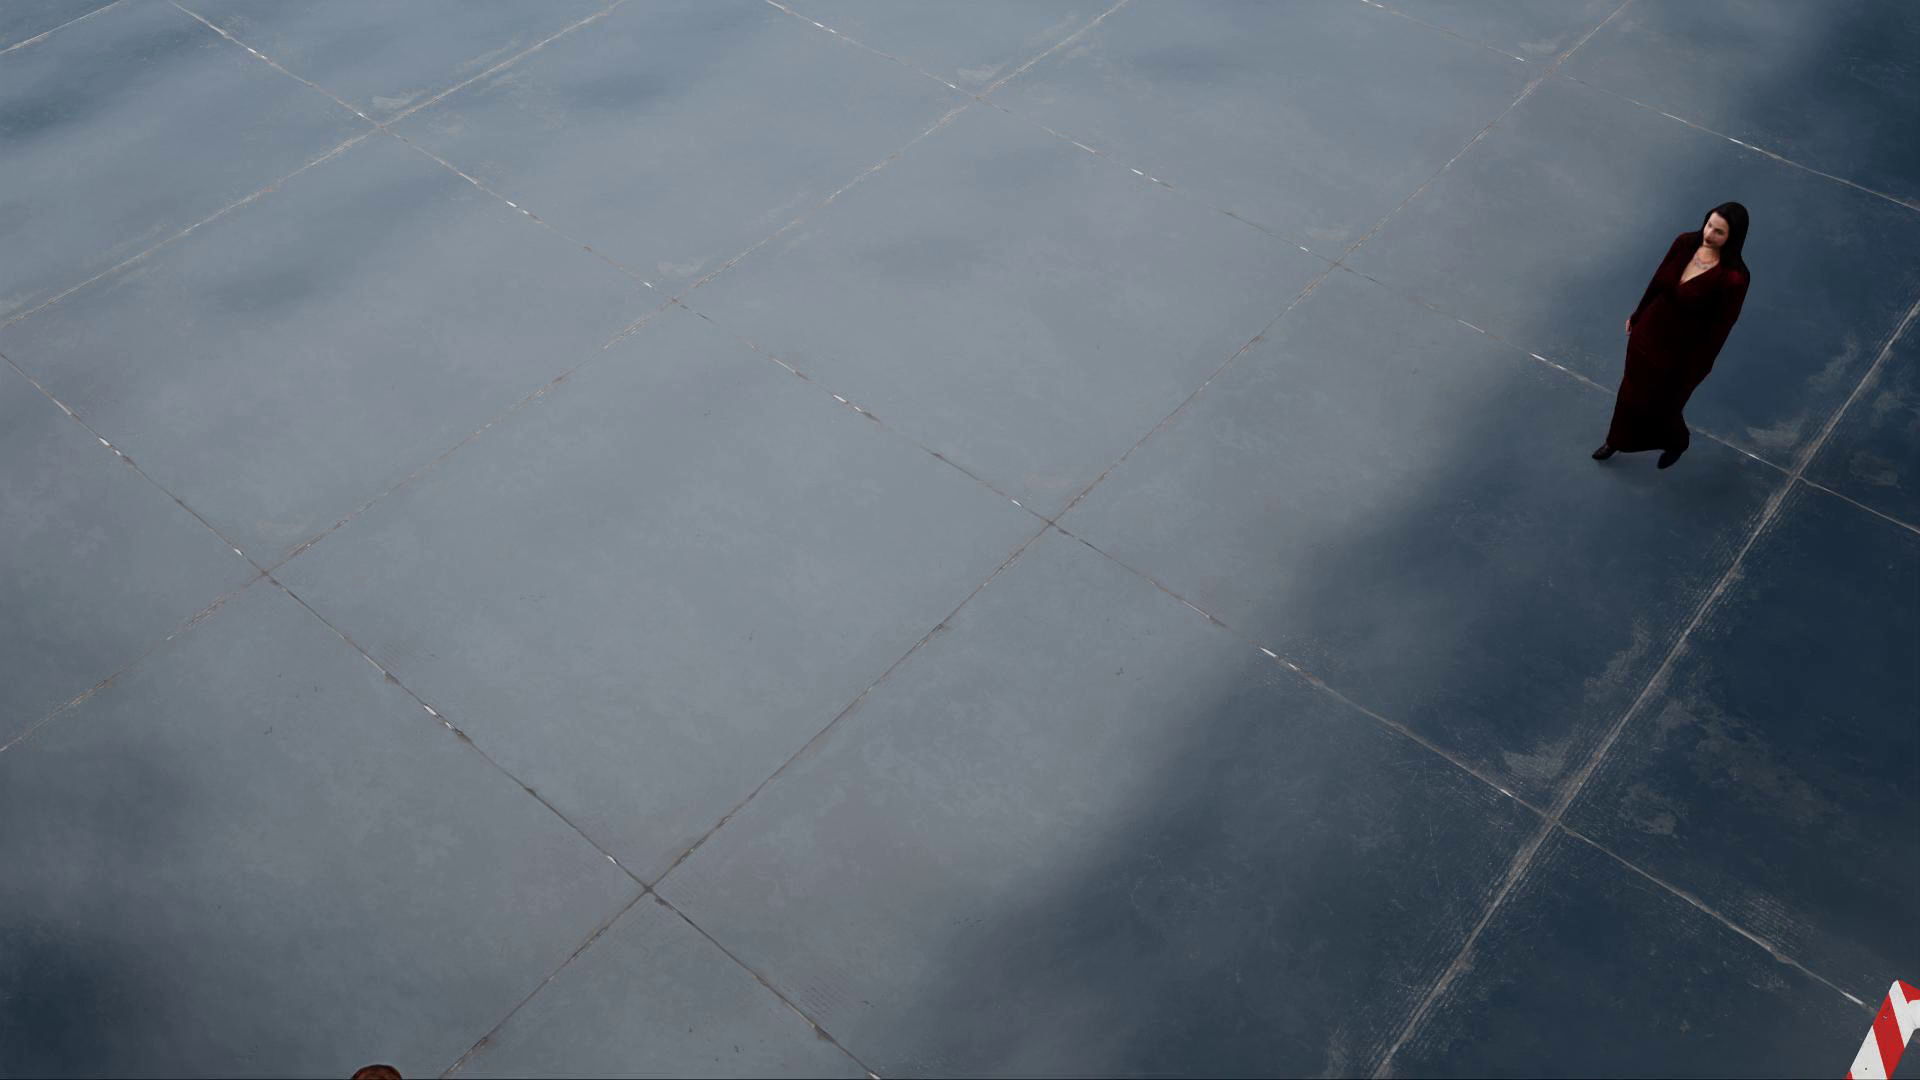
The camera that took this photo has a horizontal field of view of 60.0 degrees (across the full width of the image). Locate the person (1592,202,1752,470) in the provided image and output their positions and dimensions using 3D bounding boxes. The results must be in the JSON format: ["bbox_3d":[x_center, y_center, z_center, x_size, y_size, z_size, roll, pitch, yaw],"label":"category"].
[{"bbox_3d":[3.865,-1.079,8.869,0.861,1.753,0.764,-15,49,-14],"label":"person"}]
